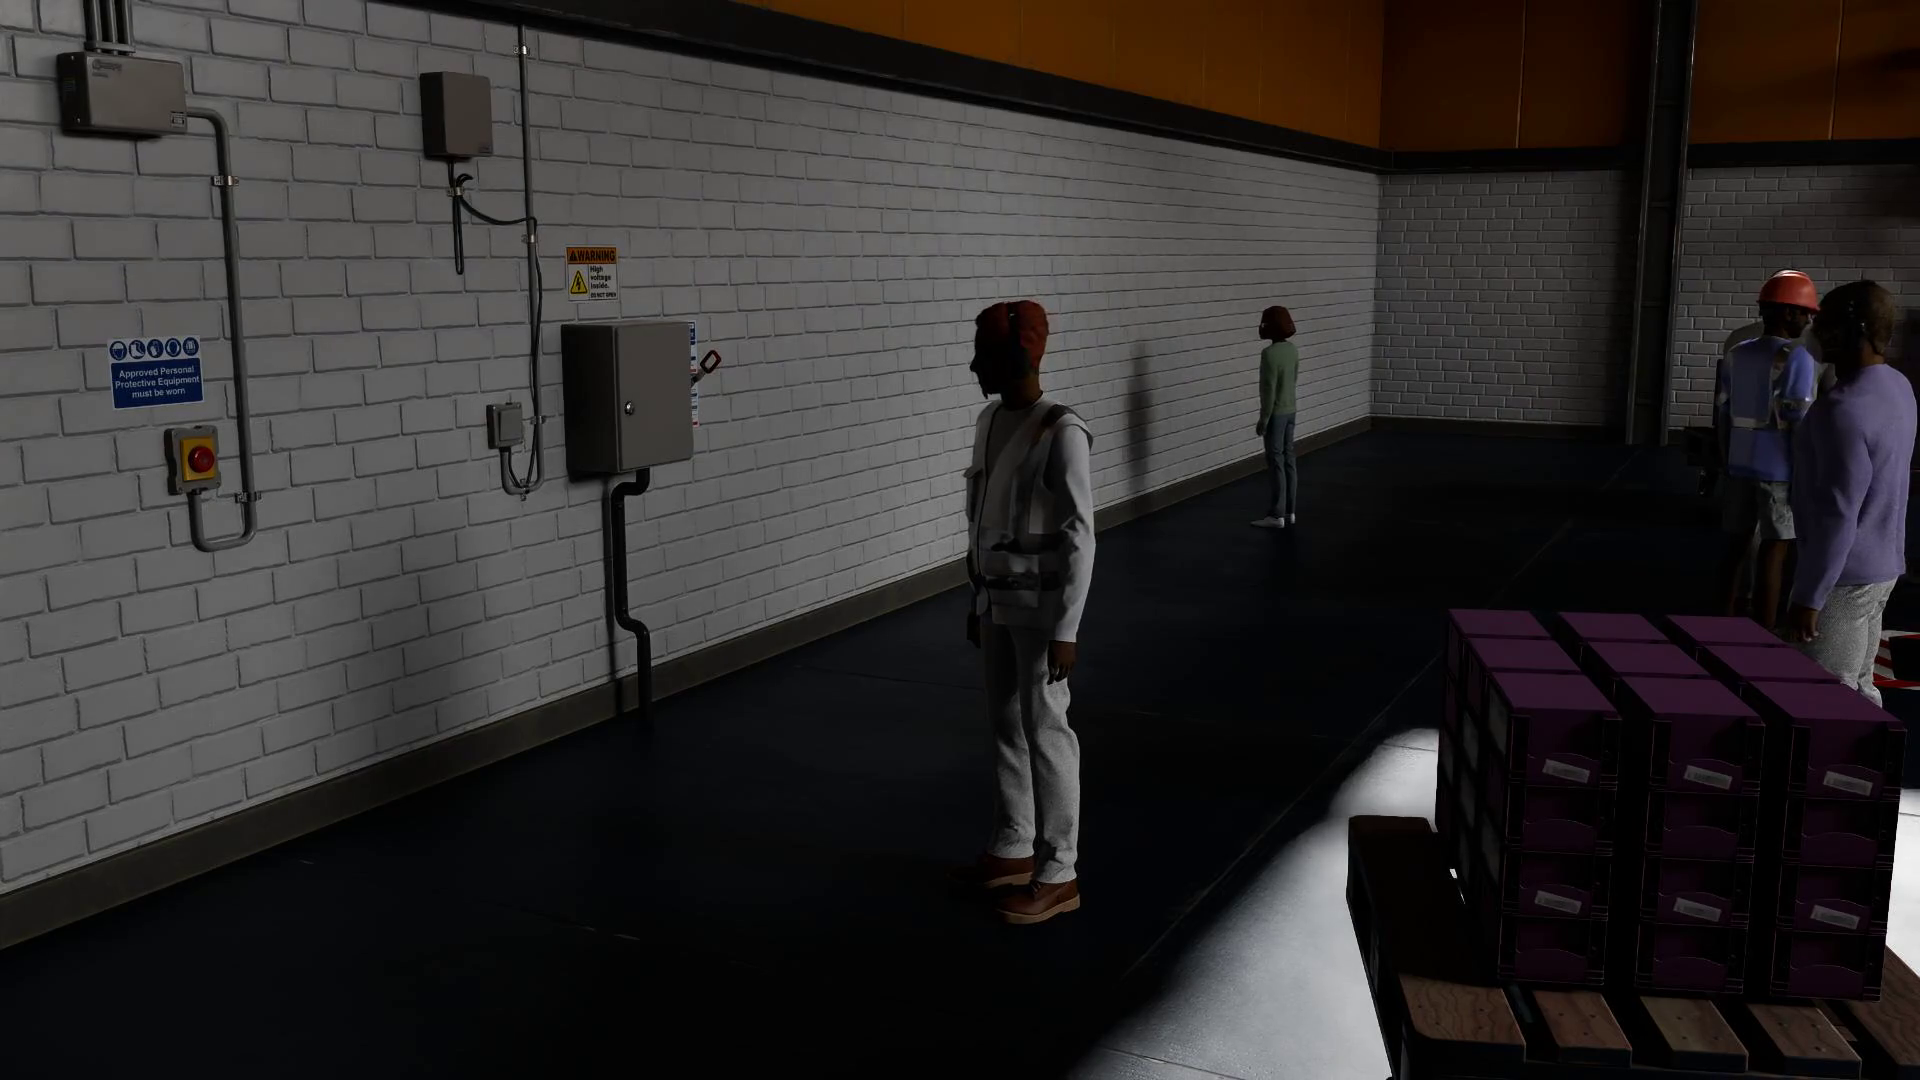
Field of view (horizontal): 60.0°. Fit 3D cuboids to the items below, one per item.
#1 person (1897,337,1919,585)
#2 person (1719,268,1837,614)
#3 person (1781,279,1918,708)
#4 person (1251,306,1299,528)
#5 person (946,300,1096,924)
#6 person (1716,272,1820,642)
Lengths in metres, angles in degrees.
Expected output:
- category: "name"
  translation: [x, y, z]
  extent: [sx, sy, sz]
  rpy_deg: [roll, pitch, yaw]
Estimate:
- category: "person"
  translation: [5.983, -0.594, 9.848]
  extent: [0.669, 1.869, 0.858]
  rpy_deg: [-2, 10, -11]
- category: "person"
  translation: [4.569, -0.541, 9.307]
  extent: [0.630, 1.938, 0.372]
  rpy_deg: [3, 10, 14]
- category: "person"
  translation: [2.831, 0.137, 5.377]
  extent: [0.372, 1.940, 0.631]
  rpy_deg: [8, 13, 40]
- category: "person"
  translation: [2.338, -0.906, 12.297]
  extent: [0.279, 1.632, 0.502]
  rpy_deg: [7, 12, 35]
- category: "person"
  translation: [0.189, 0.217, 5.068]
  extent: [0.337, 1.883, 0.585]
  rpy_deg: [-5, 11, -27]
- category: "person"
  translation: [3.984, -0.344, 8.190]
  extent: [0.374, 1.930, 0.542]
  rpy_deg: [-3, 10, -18]
